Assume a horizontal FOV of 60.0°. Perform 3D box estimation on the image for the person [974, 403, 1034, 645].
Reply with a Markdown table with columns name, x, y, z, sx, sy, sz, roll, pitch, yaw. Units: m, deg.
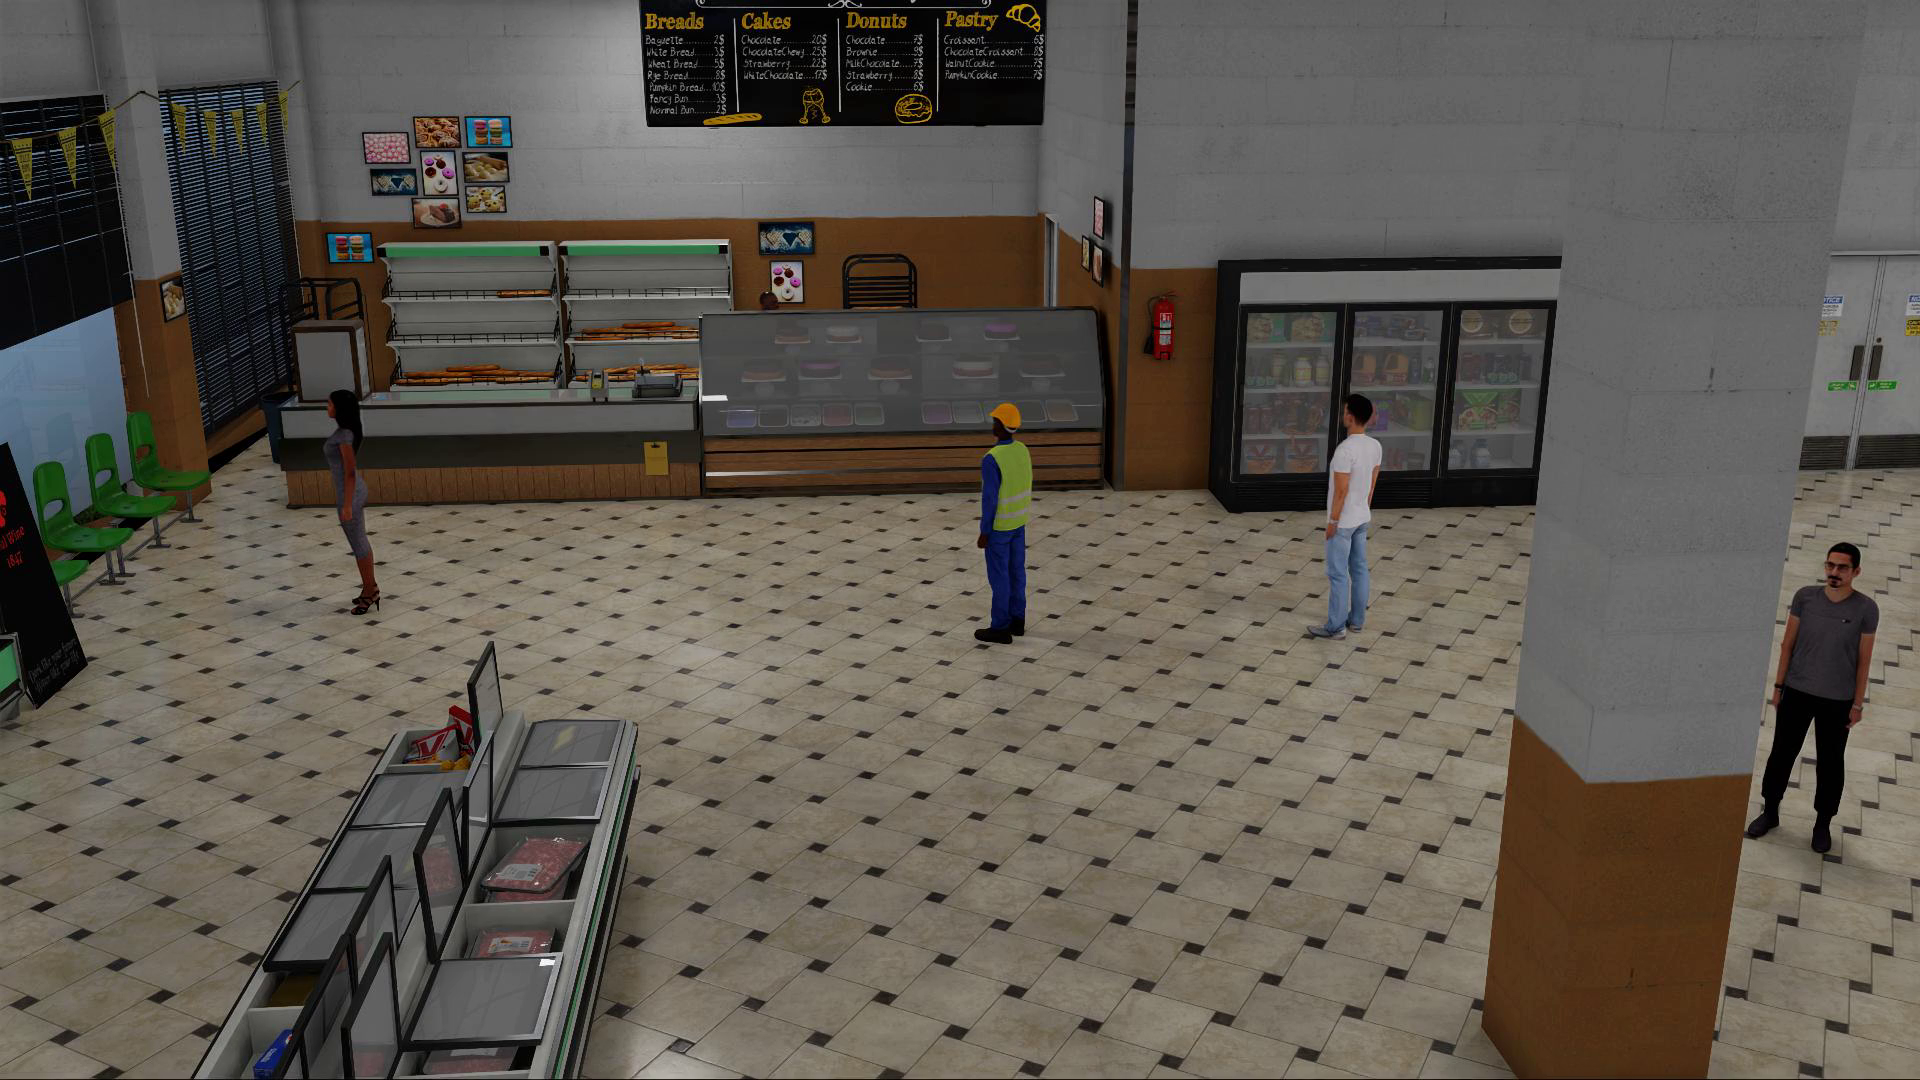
| name | x | y | z | sx | sy | sz | roll | pitch | yaw |
| --- | --- | --- | --- | --- | --- | --- | --- | --- | --- |
| person | 0.331 | -0.131 | 12.411 | 0.811 | 1.813 | 0.744 | 13 | 21 | 36 |

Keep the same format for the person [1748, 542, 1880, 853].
| name | x | y | z | sx | sy | sz | roll | pitch | yaw |
| --- | --- | --- | --- | --- | --- | --- | --- | --- | --- |
| person | 4.797 | 0.848 | 9.287 | 0.702 | 1.755 | 0.750 | 12 | 21 | 35 |

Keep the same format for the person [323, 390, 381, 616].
| name | x | y | z | sx | sy | sz | roll | pitch | yaw |
| --- | --- | --- | --- | --- | --- | --- | --- | --- | --- |
| person | -4.756 | -0.302 | 13.032 | 0.681 | 1.781 | 0.504 | -4 | 17 | -13 |

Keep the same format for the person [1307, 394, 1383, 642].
| name | x | y | z | sx | sy | sz | roll | pitch | yaw |
| --- | --- | --- | --- | --- | --- | --- | --- | --- | --- |
| person | 2.919 | -0.176 | 12.468 | 0.758 | 1.867 | 0.784 | -15 | 22 | -40 |
